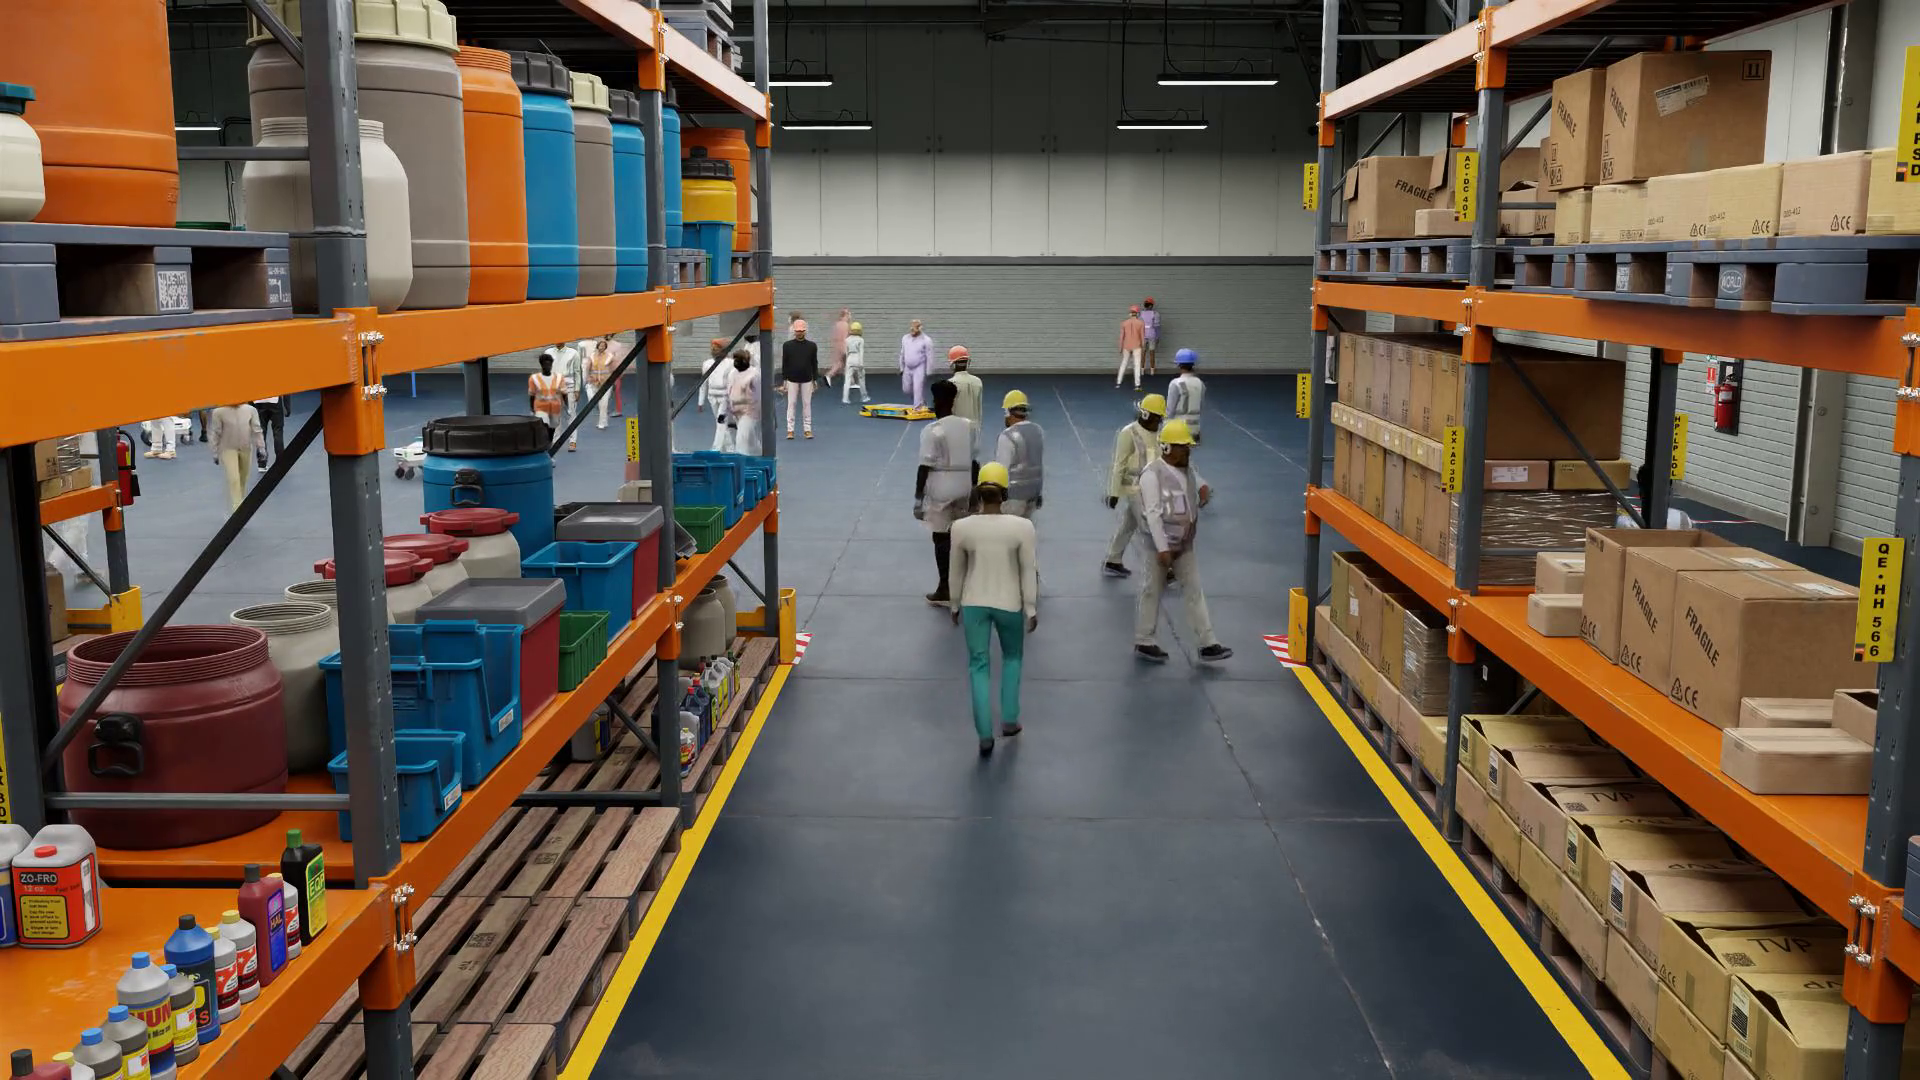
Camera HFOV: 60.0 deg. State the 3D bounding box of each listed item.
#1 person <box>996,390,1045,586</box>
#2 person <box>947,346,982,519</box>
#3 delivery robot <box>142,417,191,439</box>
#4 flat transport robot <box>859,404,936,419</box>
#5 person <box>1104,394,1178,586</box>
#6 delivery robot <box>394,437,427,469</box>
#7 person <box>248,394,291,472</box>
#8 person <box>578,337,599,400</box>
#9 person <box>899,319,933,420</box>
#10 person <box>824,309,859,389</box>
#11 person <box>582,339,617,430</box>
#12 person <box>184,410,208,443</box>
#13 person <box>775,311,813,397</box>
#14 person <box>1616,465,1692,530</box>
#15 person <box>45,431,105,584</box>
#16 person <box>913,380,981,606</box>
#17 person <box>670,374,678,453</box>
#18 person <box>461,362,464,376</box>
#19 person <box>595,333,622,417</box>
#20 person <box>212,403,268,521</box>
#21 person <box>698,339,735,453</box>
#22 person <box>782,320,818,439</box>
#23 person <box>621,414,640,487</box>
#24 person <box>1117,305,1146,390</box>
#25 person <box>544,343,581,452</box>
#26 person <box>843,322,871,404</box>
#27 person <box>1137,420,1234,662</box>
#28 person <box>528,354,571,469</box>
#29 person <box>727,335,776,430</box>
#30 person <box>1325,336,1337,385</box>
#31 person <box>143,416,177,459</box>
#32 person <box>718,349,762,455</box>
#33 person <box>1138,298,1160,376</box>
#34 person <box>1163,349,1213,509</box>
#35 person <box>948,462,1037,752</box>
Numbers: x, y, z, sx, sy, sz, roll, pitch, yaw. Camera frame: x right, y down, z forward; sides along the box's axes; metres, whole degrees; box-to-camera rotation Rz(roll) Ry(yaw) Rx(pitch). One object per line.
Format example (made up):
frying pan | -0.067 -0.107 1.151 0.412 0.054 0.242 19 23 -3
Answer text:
person | 0.503 -0.422 14.845 0.407 1.812 0.673 7 12 36
person | 0.008 -1.253 19.291 0.391 1.990 0.623 8 13 41
delivery robot | -12.917 -1.860 27.077 0.707 0.478 0.477 -6 11 -32
flat transport robot | -1.187 -2.476 31.891 1.431 0.197 0.652 7 12 38
person | 1.712 -0.479 15.396 1.019 1.756 0.615 8 12 38
delivery robot | -7.457 -1.187 23.045 0.477 0.478 0.707 9 13 42
person | -9.787 -1.922 23.556 0.588 1.914 0.377 -1 10 -6
person | -7.588 -3.546 34.149 0.522 1.613 0.719 -4 10 -25
person | -0.820 -3.226 31.411 0.670 1.890 0.578 5 11 29
person | -2.744 -4.468 38.881 0.809 1.884 0.650 -4 10 -24
person | -6.363 -2.735 29.336 0.539 1.593 0.846 2 10 11
person | -12.700 -2.573 27.399 0.384 1.925 0.550 9 13 42
person | -3.679 -4.096 36.641 1.003 1.882 0.651 3 10 17
person | 4.406 0.340 10.688 0.539 1.682 0.432 -1 10 -5
person | -8.124 -0.475 15.083 0.574 1.855 0.838 2 10 13
person | -0.133 -0.408 14.378 0.719 1.940 0.422 -9 13 -42
person | -3.842 -1.546 21.529 0.875 1.839 0.519 9 13 43
person | -12.894 -5.226 43.534 0.575 1.841 0.375 -4 10 -21
person | -6.725 -3.215 31.803 0.527 1.746 0.658 5 11 28
person | -8.154 -0.978 18.846 0.835 1.587 0.509 9 13 44
person | -3.561 -2.044 24.528 0.607 1.826 1.015 4 10 25
person | -2.692 -2.706 27.985 0.608 1.996 0.382 -2 10 -11
person | -2.621 -0.187 13.725 0.904 1.723 0.531 5 11 26
person | 4.020 -4.524 39.036 0.763 1.957 0.526 6 11 31
person | -6.246 -2.365 26.090 0.605 1.948 0.391 1 10 4
person | -2.216 -3.722 34.967 0.503 1.698 0.901 5 11 27
person | 1.627 0.032 12.189 0.599 1.801 0.780 -9 13 -42
person | -5.946 -1.874 24.039 0.544 1.647 0.898 -5 11 -27
person | -3.677 -2.876 29.335 0.992 1.883 0.569 -7 12 -38
person | 8.957 -4.754 40.547 0.406 1.902 0.639 -3 10 -20
person | -12.148 -2.158 25.164 0.633 1.843 0.429 4 10 25
person | -2.899 -1.697 22.562 0.946 1.803 0.623 -8 12 -40
person | 4.925 -5.324 43.568 0.609 2.031 0.408 3 10 17
person | 2.727 -1.326 19.927 0.814 1.927 0.607 8 13 41
person | 0.210 0.387 10.183 0.554 1.740 0.684 1 10 7
